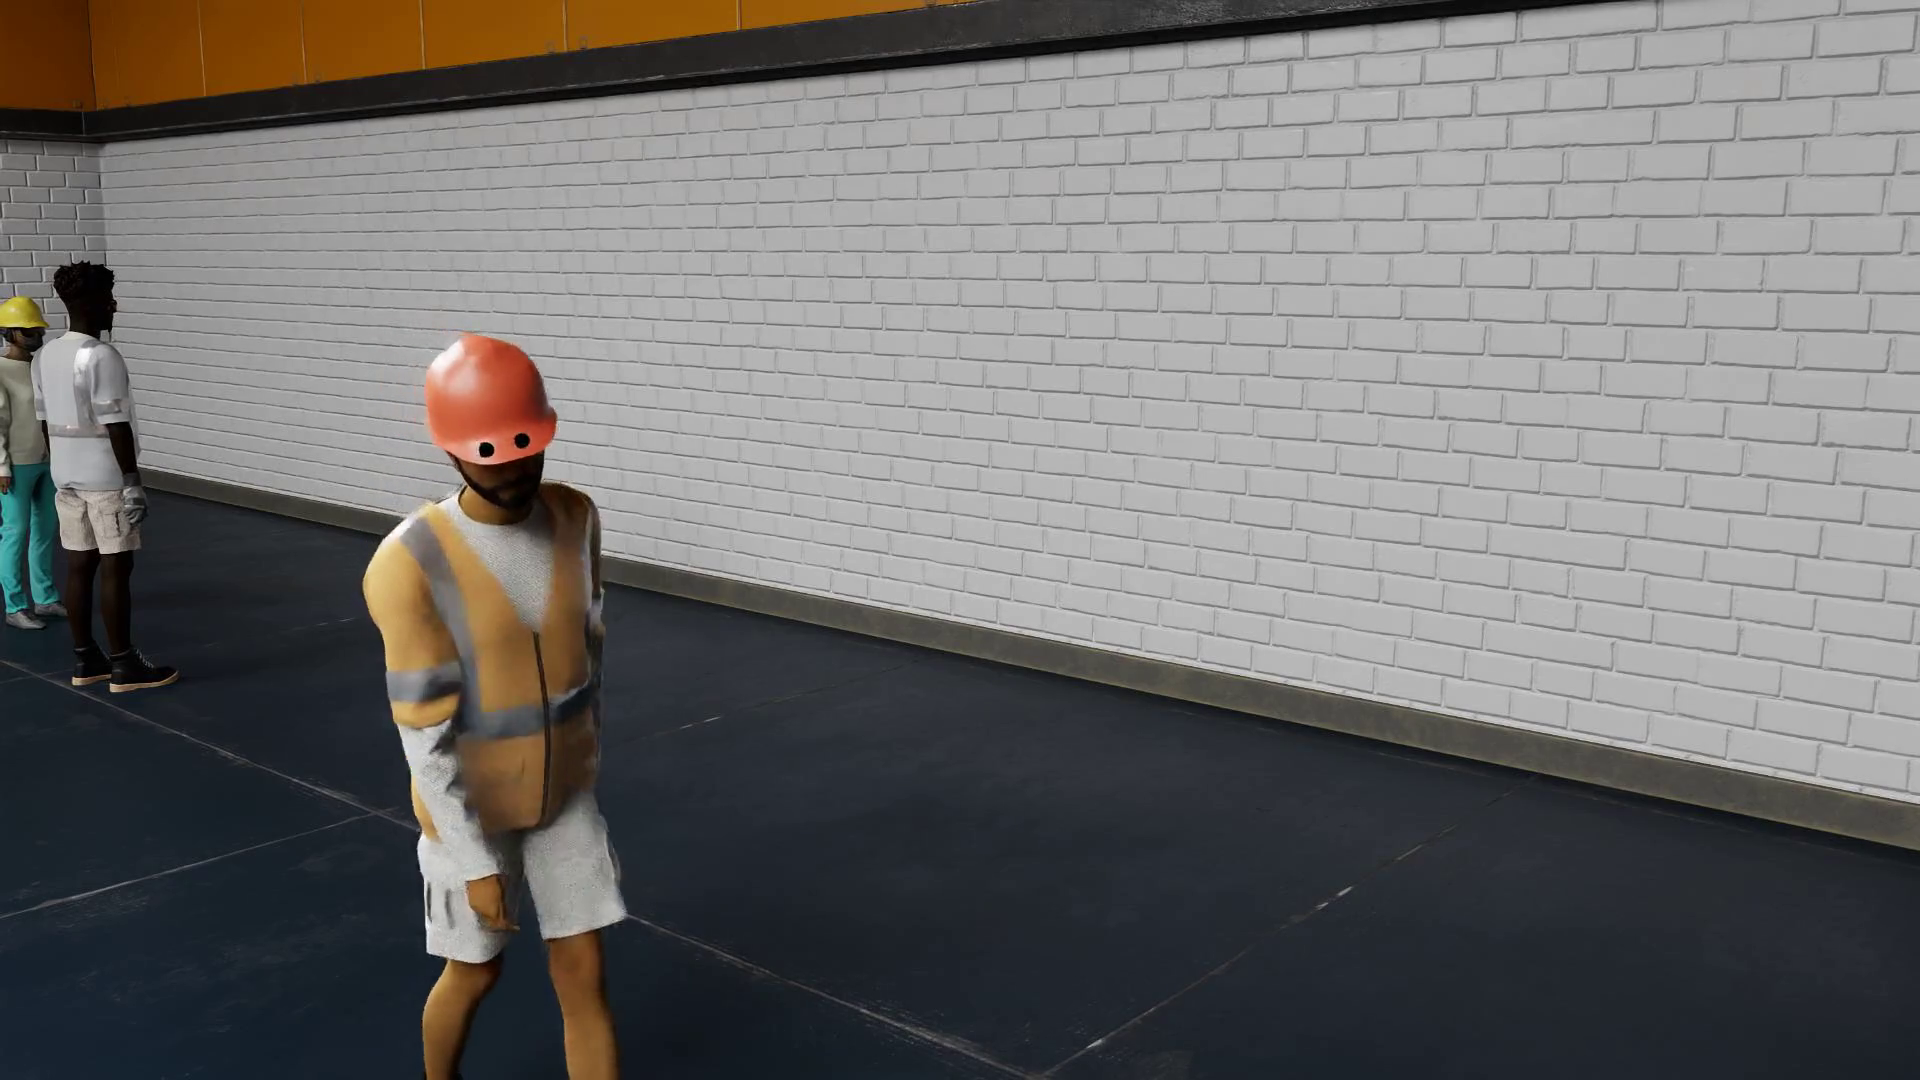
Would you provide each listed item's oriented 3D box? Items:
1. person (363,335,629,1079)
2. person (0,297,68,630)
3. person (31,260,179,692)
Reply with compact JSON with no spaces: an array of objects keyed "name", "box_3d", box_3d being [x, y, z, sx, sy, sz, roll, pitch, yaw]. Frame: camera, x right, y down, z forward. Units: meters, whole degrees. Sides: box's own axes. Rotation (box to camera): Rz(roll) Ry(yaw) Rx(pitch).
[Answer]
[{"name":"person","box_3d":[-0.909,0.518,3.357,0.574,1.871,0.839,-10,14,-44]},{"name":"person","box_3d":[-4.962,-0.412,8.909,0.325,1.767,0.533,1,10,8]},{"name":"person","box_3d":[-3.945,-0.286,7.618,0.604,1.966,0.367,6,12,30]}]
